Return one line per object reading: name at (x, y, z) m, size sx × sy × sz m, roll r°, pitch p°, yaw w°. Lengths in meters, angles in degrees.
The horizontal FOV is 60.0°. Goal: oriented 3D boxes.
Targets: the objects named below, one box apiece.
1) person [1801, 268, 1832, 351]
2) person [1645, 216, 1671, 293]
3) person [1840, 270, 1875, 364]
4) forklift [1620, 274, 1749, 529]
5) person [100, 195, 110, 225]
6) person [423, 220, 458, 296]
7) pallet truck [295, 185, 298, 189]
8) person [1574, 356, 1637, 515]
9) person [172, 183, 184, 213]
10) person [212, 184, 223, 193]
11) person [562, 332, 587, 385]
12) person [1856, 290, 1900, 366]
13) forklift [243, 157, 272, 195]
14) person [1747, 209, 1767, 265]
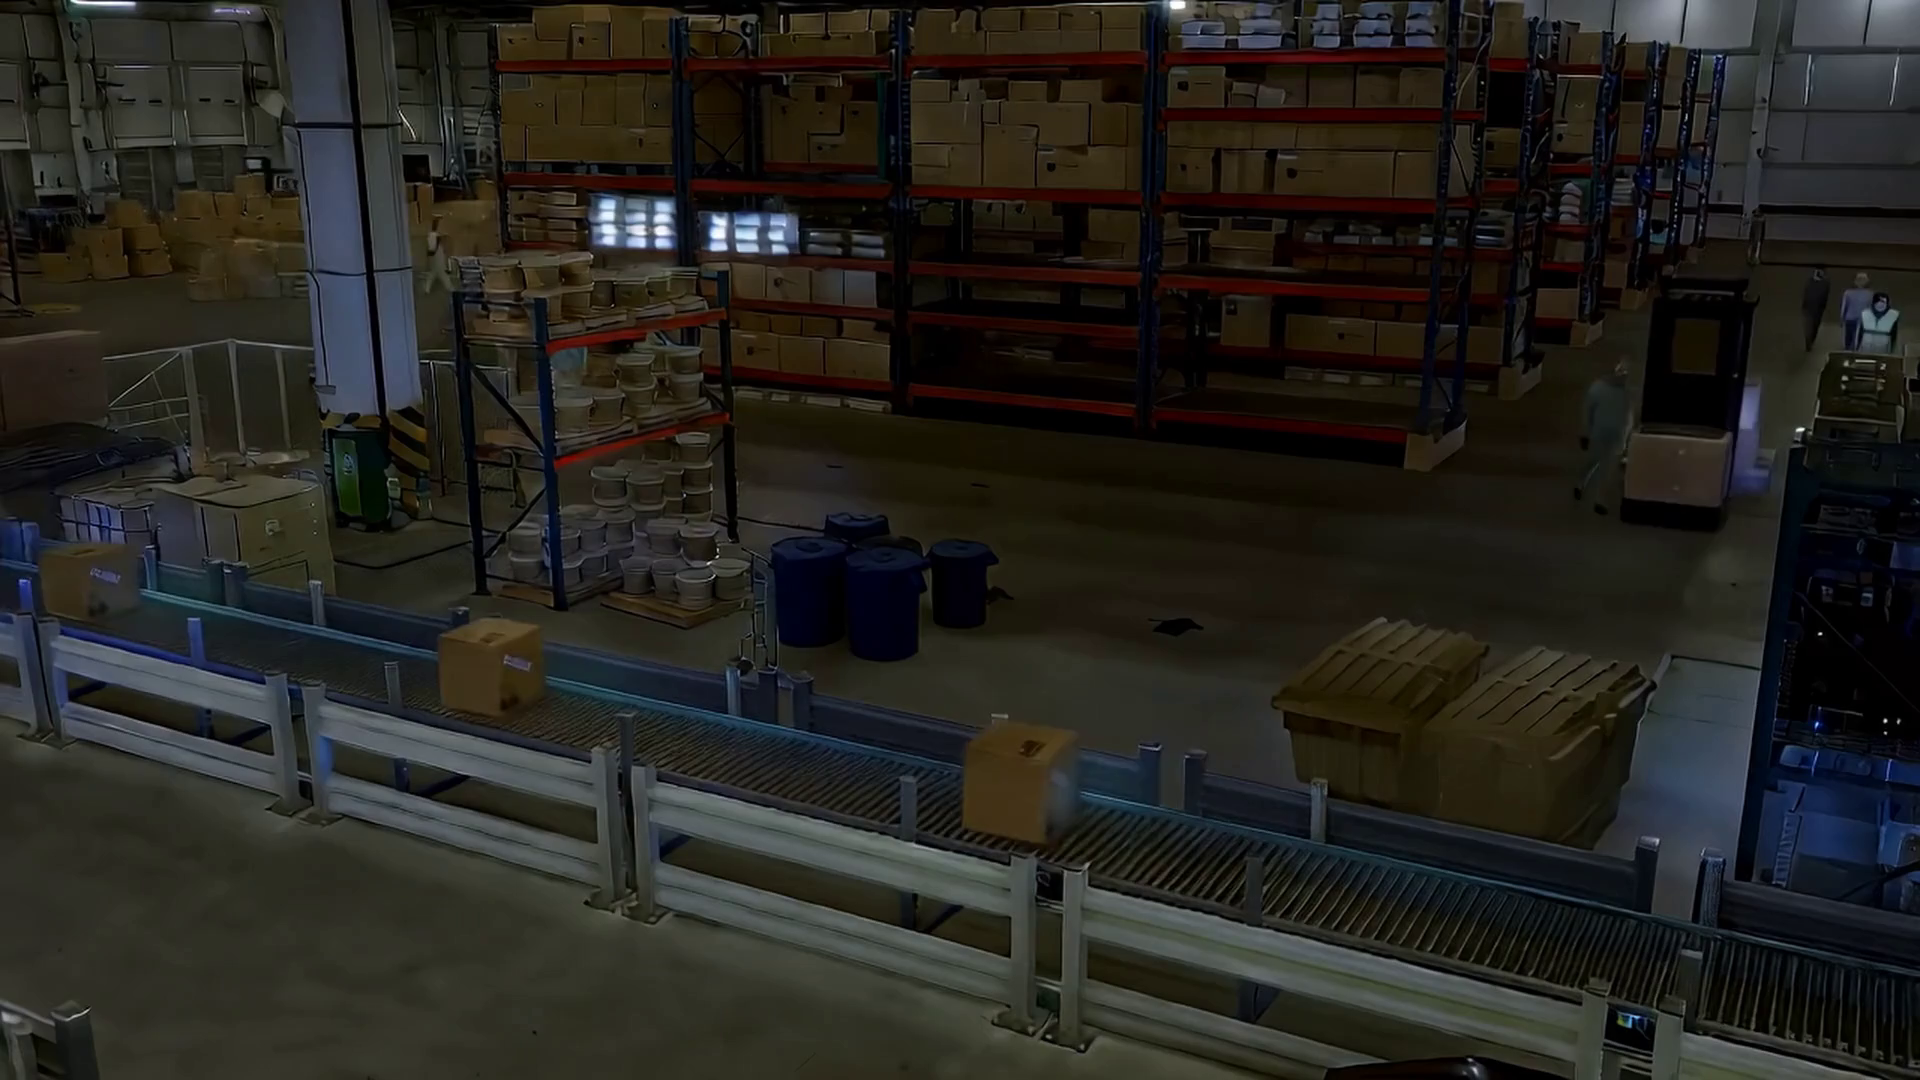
person at (16.805, -4.548, 32.662) m, size 0.511 × 1.593 × 0.839 m, roll 5°, pitch 16°, yaw 18°
person at (17.637, -7.225, 42.101) m, size 0.378 × 1.917 × 0.597 m, roll -13°, pitch 20°, yaw -40°
person at (16.440, -4.064, 30.540) m, size 0.531 × 1.746 × 0.685 m, roll 12°, pitch 19°, yaw 38°
forklift at (8.537, -1.689, 19.449) m, size 1.129 × 2.768 × 1.873 m, roll 8°, pitch 17°, yaw 28°
person at (-26.292, -9.739, 51.542) m, size 0.640 × 1.921 × 0.577 m, roll 7°, pitch 16°, yaw 24°
person at (-13.045, -7.052, 41.565) m, size 1.026 × 1.863 × 0.618 m, roll -10°, pitch 18°, yaw -34°
pallet truck at (-26.804, -14.617, 69.738) m, size 1.885 × 1.965 × 0.823 m, roll -14°, pitch 20°, yaw -42°
person at (7.678, -1.272, 19.806) m, size 0.666 × 1.874 × 0.678 m, roll 0°, pitch 15°, yaw 0°
person at (-27.928, -11.843, 59.611) m, size 0.505 × 1.842 × 0.347 m, roll 2°, pitch 15°, yaw 7°
person at (-28.219, -12.720, 63.322) m, size 0.373 × 1.623 × 0.510 m, roll 10°, pitch 18°, yaw 33°
person at (-6.044, -2.848, 26.114) m, size 0.559 × 1.677 × 0.344 m, roll 12°, pitch 19°, yaw 38°
person at (14.835, -3.138, 26.921) m, size 0.566 × 1.827 × 0.690 m, roll 12°, pitch 19°, yaw 38°
forklift at (-24.385, -11.930, 57.949) m, size 1.129 × 2.768 × 1.873 m, roll 7°, pitch 16°, yaw 24°
person at (23.508, -8.943, 49.106) m, size 0.504 × 1.632 × 0.270 m, roll 9°, pitch 18°, yaw 32°
